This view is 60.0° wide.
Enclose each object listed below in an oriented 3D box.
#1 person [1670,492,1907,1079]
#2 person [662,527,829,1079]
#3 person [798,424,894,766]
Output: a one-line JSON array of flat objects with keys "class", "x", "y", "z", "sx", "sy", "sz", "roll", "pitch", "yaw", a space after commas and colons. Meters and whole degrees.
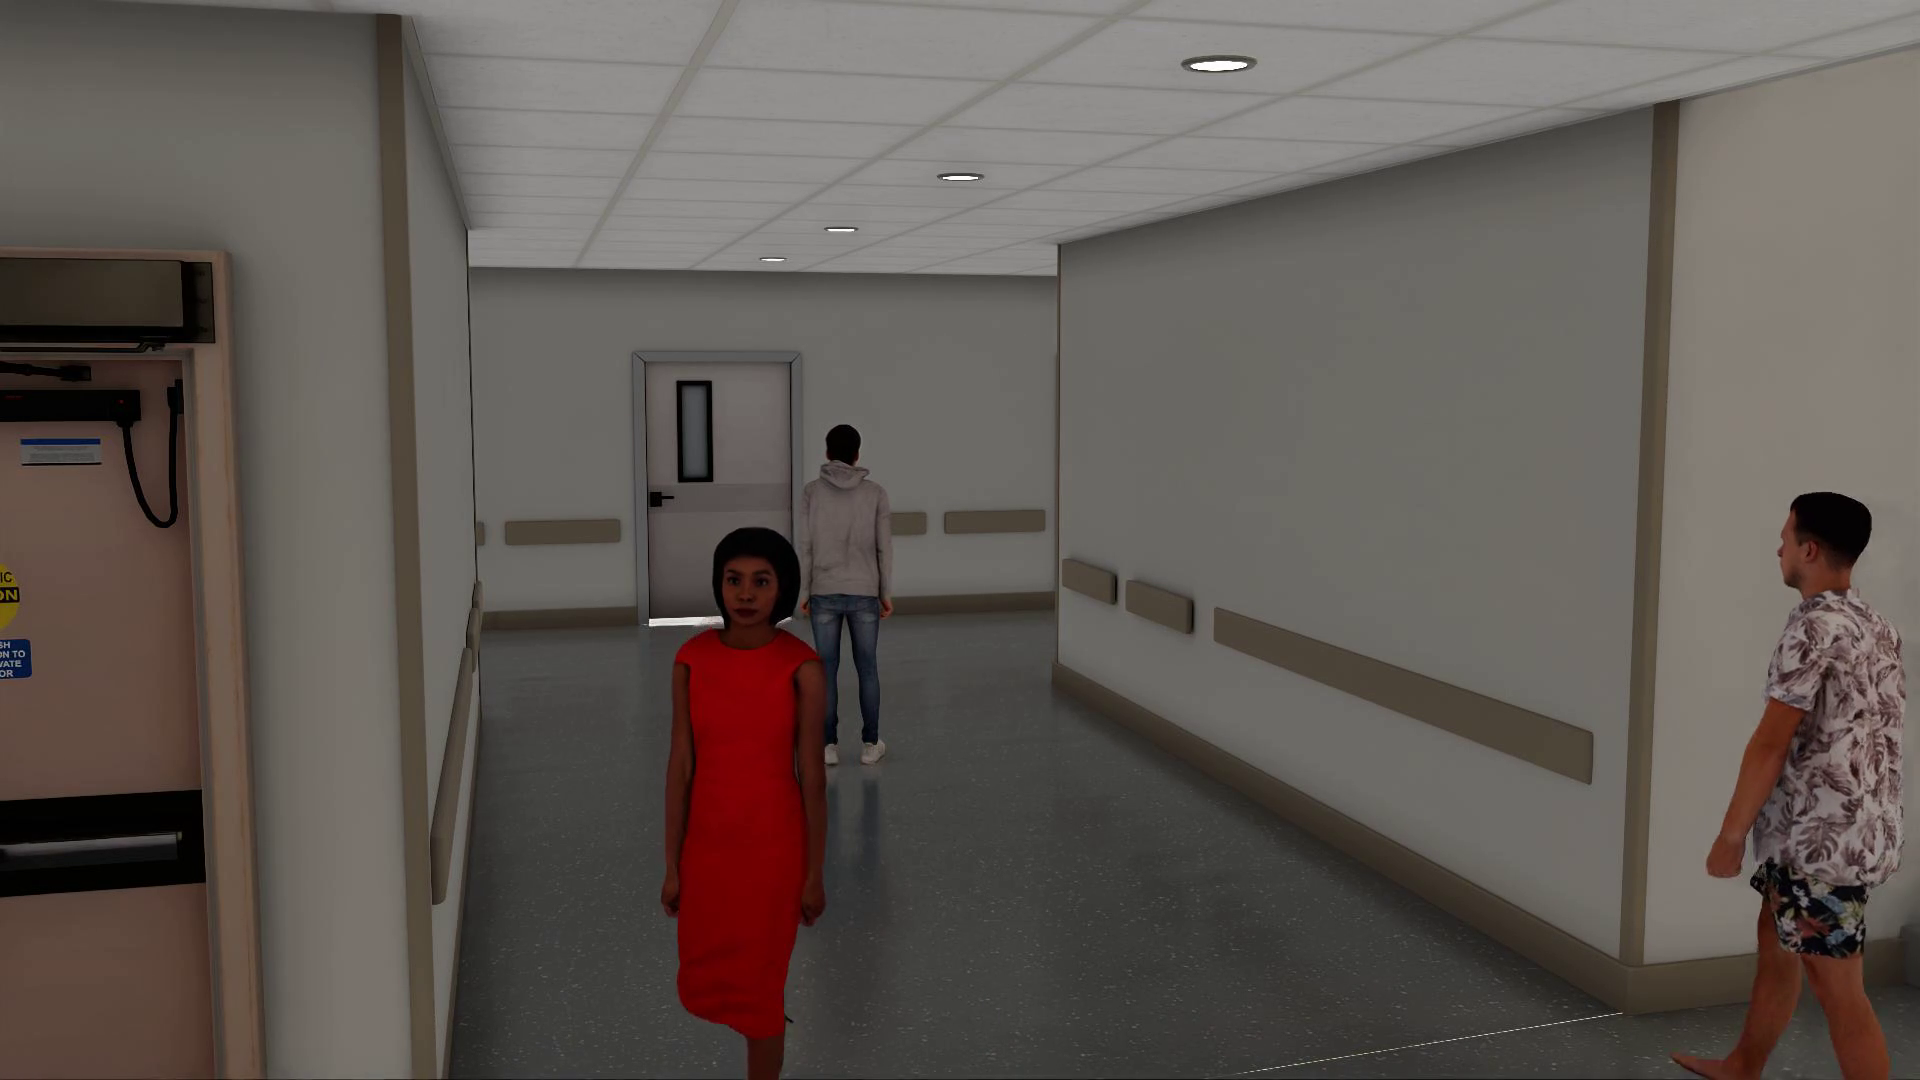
[{"class": "person", "x": 2.388, "y": 0.794, "z": 4.420, "sx": 0.997, "sy": 1.791, "sz": 0.973, "roll": -5, "pitch": 8, "yaw": -40}, {"class": "person", "x": -0.543, "y": 0.832, "z": 4.351, "sx": 0.864, "sy": 1.729, "sz": 0.844, "roll": 1, "pitch": 6, "yaw": 9}, {"class": "person", "x": -0.640, "y": 0.290, "z": 9.123, "sx": 0.543, "sy": 1.852, "sz": 0.759, "roll": -1, "pitch": 6, "yaw": -8}]
